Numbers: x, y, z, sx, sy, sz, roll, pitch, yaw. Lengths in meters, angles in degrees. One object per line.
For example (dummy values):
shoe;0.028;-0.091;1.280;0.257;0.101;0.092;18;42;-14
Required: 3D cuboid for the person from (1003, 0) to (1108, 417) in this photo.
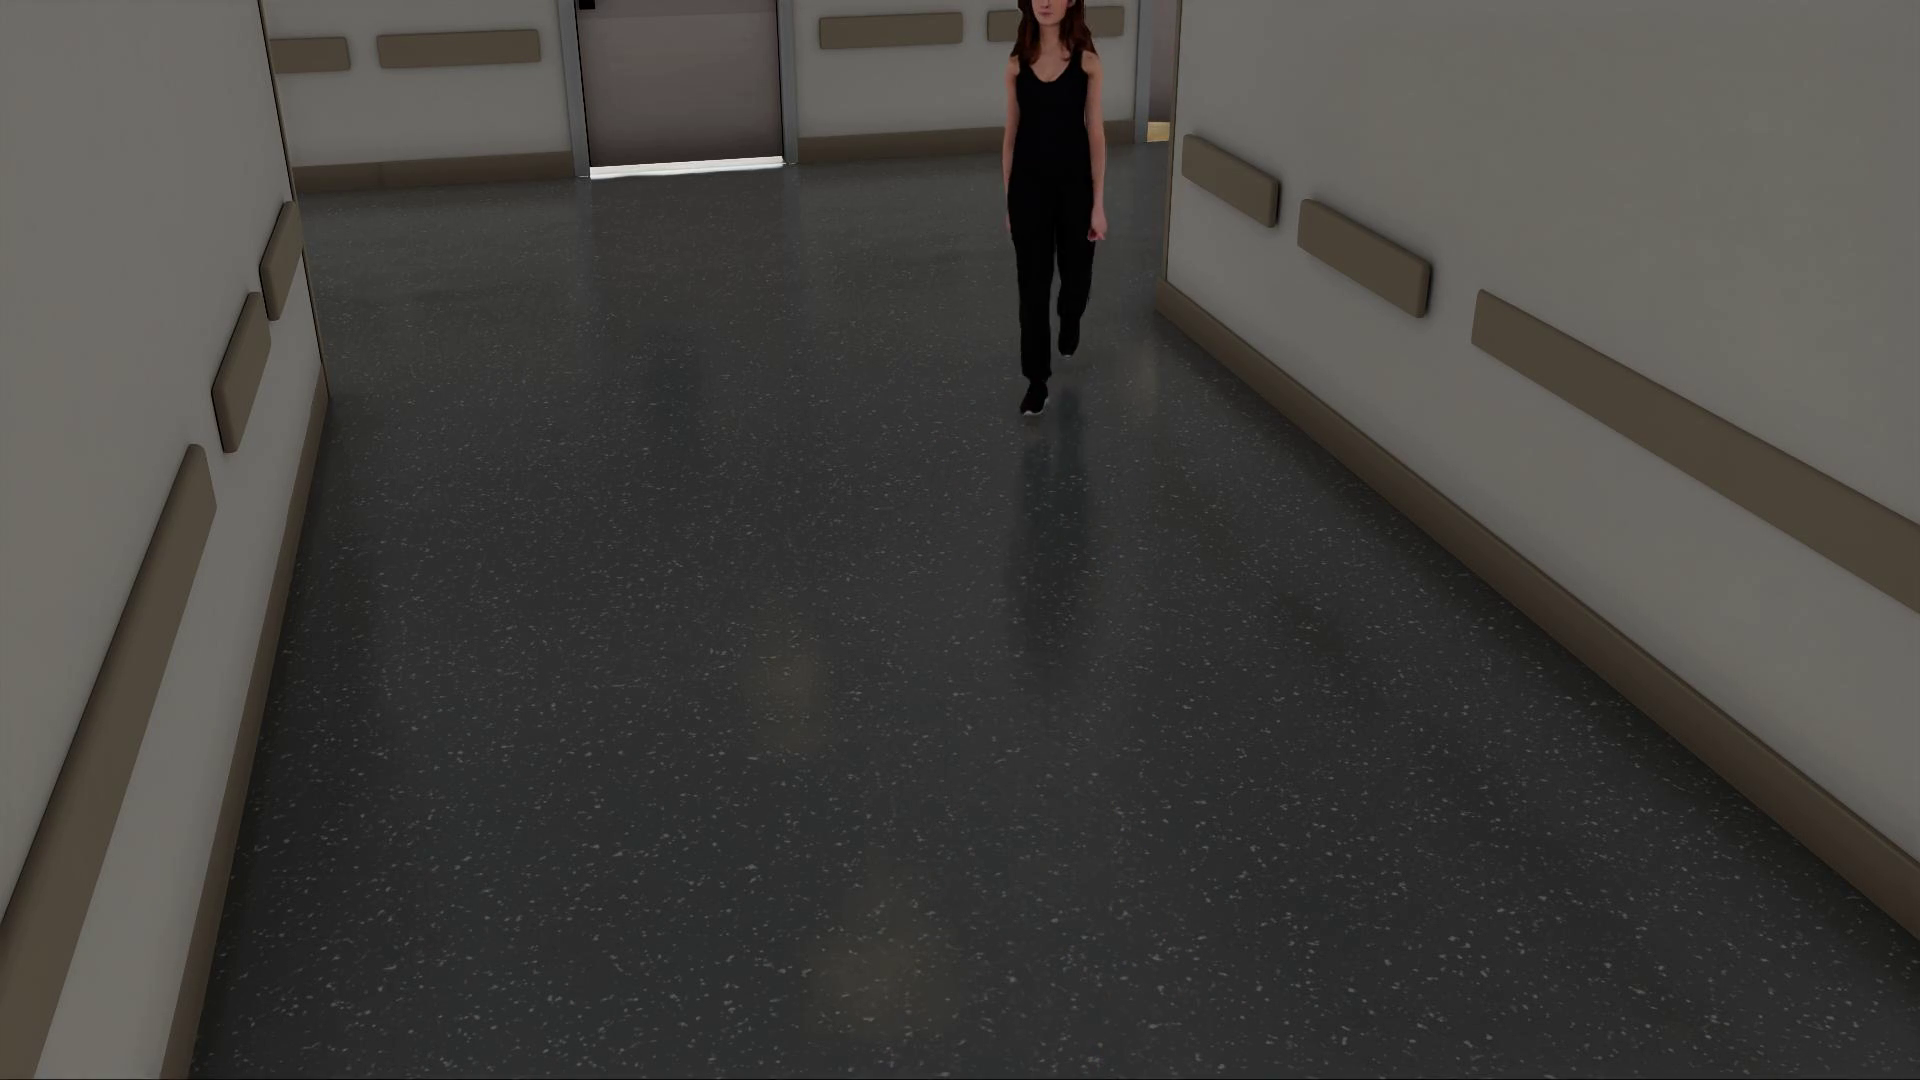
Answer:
person;0.401;-1.399;6.633;1.077;1.723;0.925;4;26;8
